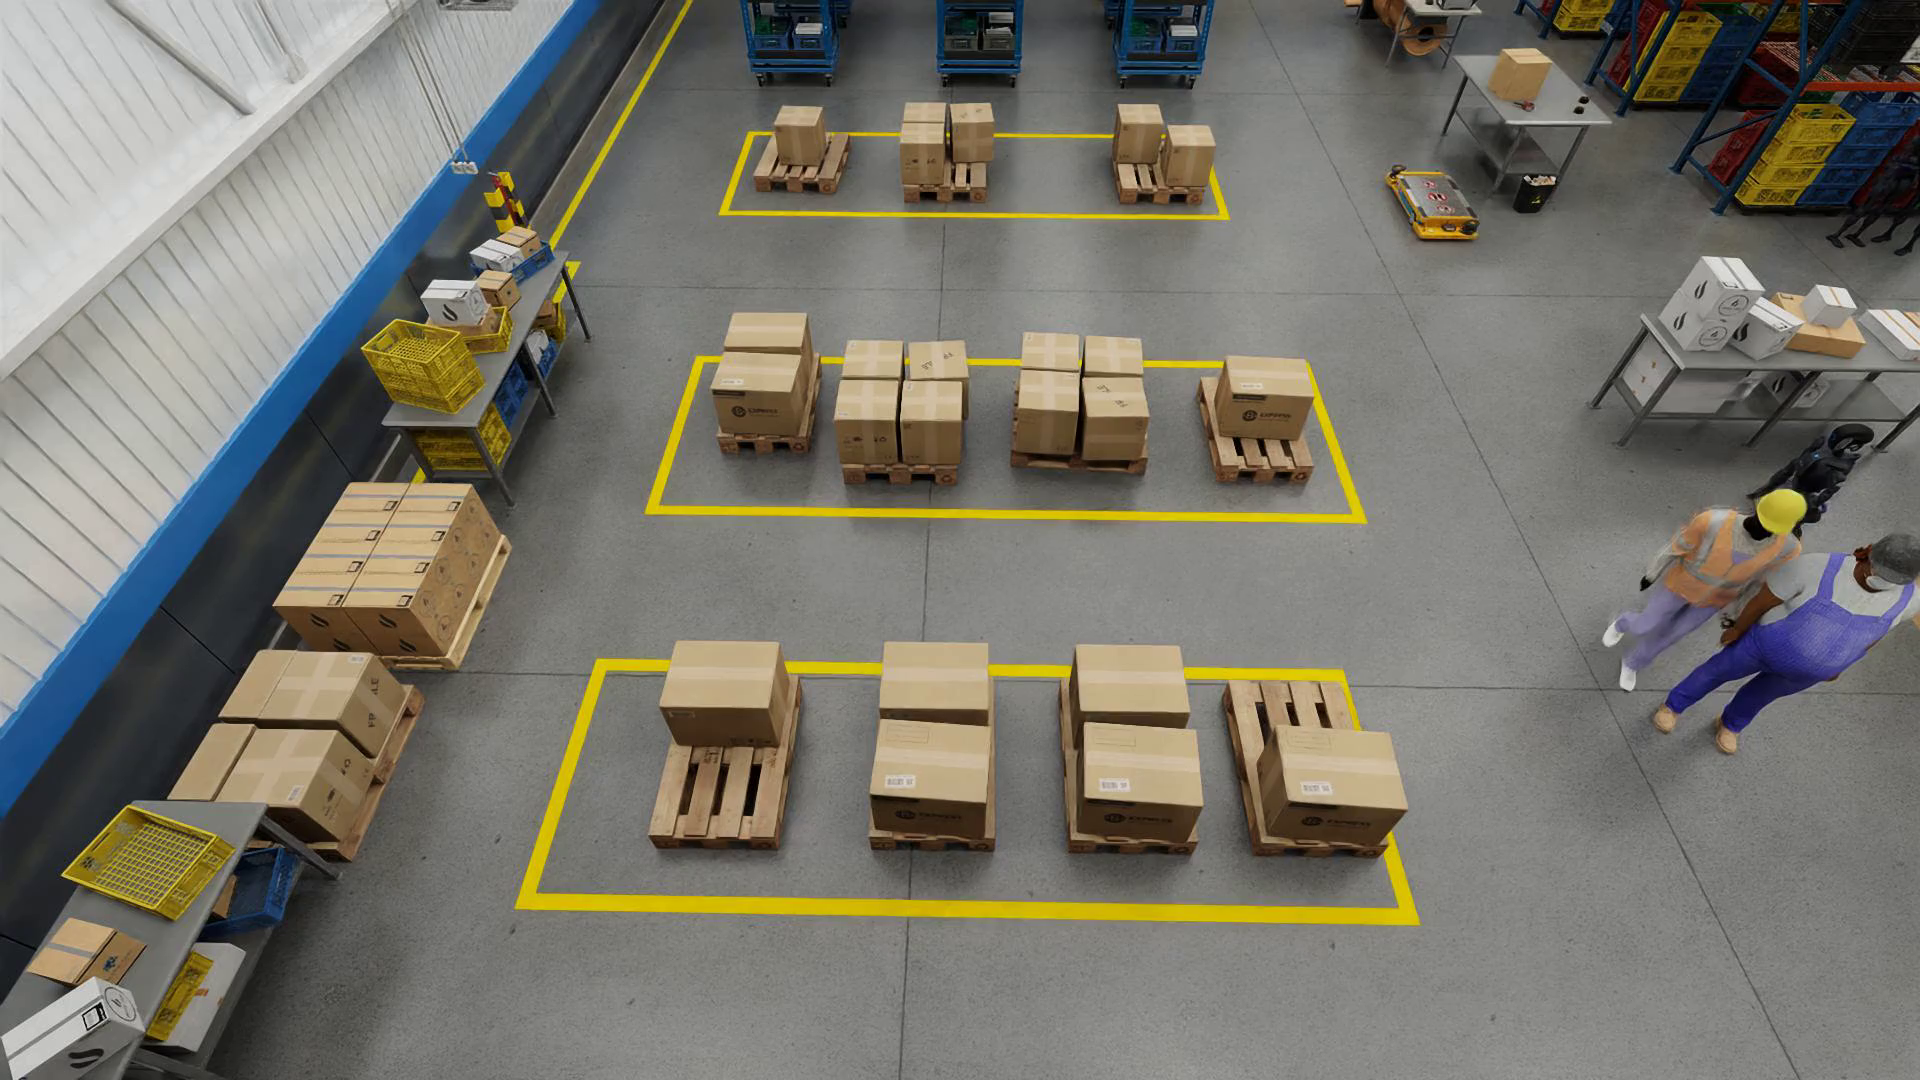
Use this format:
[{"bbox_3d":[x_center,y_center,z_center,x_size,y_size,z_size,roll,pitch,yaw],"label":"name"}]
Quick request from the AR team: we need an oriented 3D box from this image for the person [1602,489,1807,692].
[{"bbox_3d":[4.969,0.326,6.168,0.590,1.905,0.464,22,53,18],"label":"person"}]

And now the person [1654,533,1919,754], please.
[{"bbox_3d":[5.246,0.685,5.769,0.688,2.000,0.539,21,52,17],"label":"person"}]

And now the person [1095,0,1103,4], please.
[{"bbox_3d":[2.501,-9.835,14.979,0.360,1.882,0.573,23,53,19],"label":"person"}]

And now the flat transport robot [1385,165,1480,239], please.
[{"bbox_3d":[5.692,-4.094,11.059,0.652,0.197,1.431,1,49,1],"label":"flat transport robot"}]

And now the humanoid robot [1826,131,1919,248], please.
[{"bbox_3d":[10.336,-3.982,10.047,0.565,1.651,0.349,-6,49,-5],"label":"humanoid robot"}]

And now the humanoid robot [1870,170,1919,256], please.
[{"bbox_3d":[10.765,-3.936,10.007,0.338,1.651,0.582,-14,51,-12],"label":"humanoid robot"}]

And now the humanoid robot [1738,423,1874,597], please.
[{"bbox_3d":[6.122,-0.231,6.800,0.329,1.651,0.578,15,51,13],"label":"humanoid robot"}]
